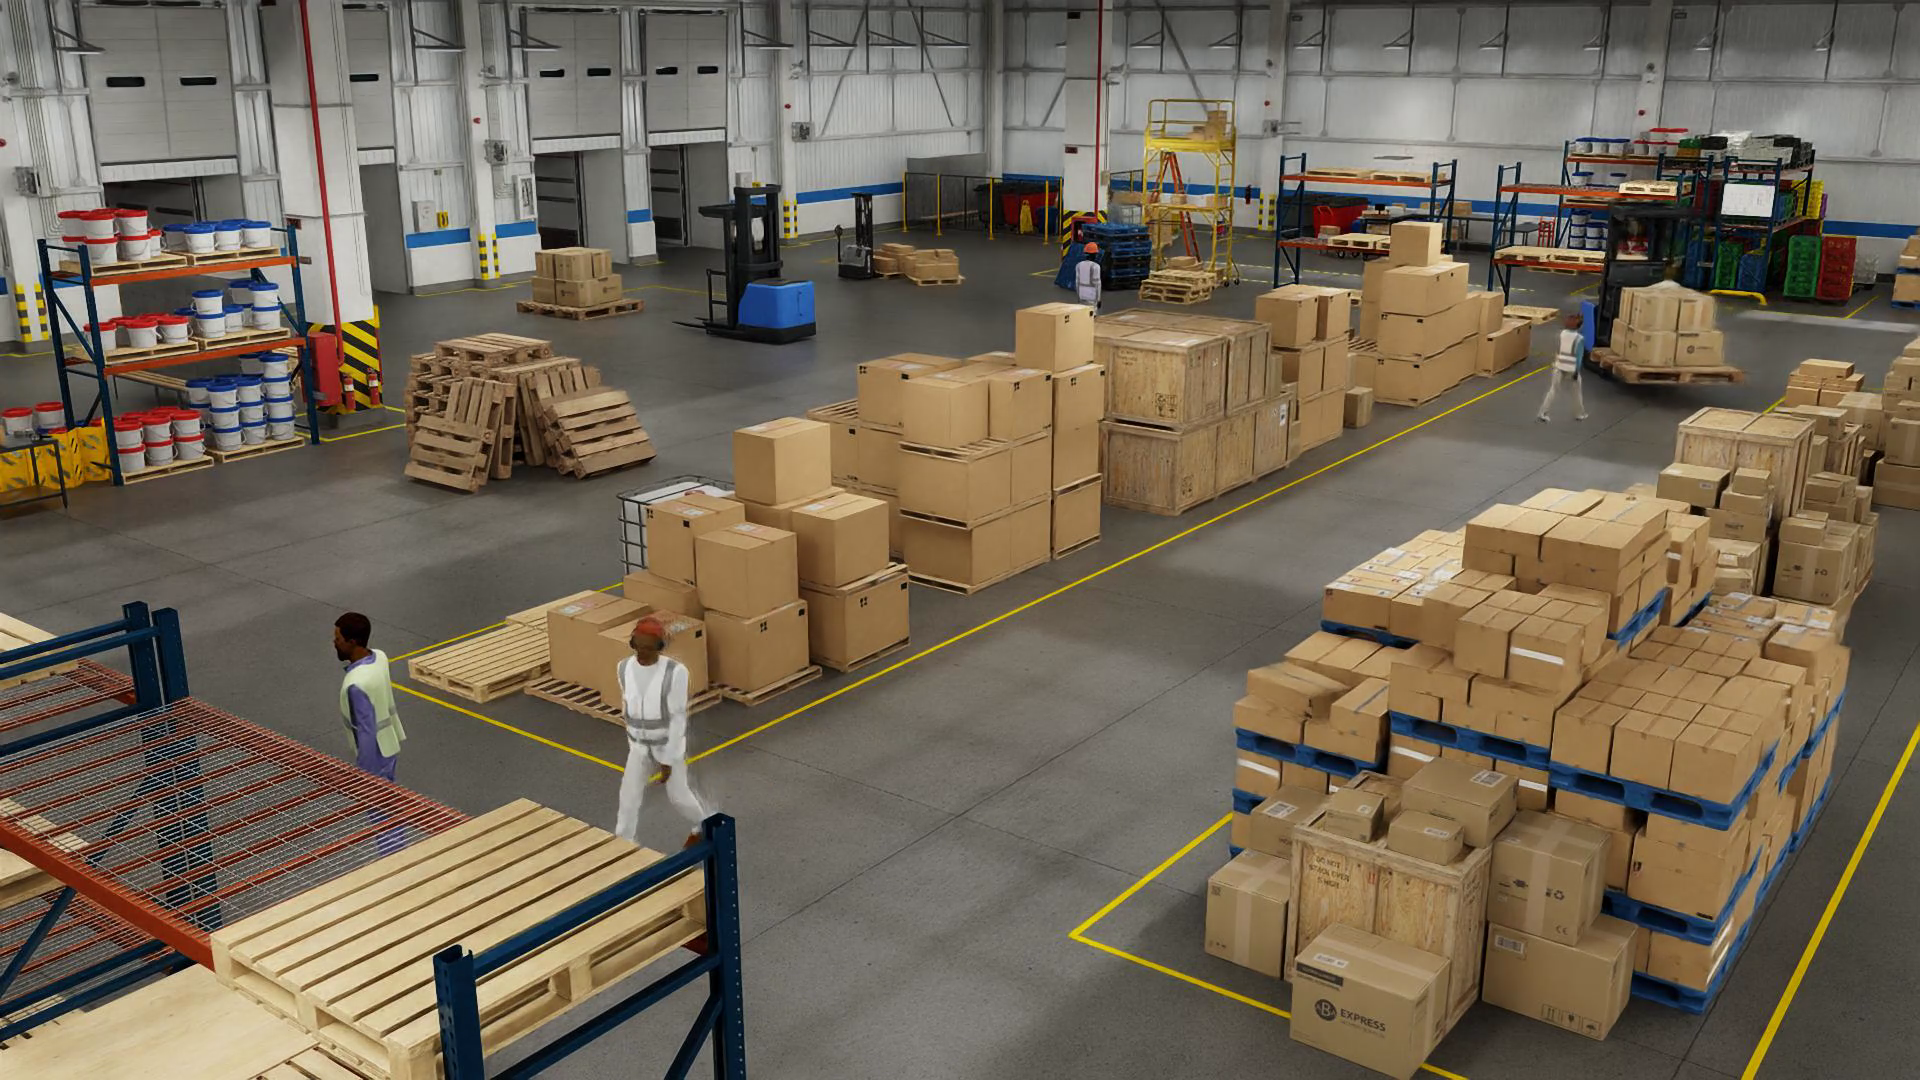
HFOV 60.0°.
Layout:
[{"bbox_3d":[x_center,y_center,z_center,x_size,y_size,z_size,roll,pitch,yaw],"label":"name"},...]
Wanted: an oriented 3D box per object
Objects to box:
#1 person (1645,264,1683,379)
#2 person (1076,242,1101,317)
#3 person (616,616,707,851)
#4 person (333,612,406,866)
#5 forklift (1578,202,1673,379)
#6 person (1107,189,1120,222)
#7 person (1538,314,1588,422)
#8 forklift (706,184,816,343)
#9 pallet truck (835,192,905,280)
[{"bbox_3d":[11.430,-3.515,27.039,0.649,1.928,0.508,-4,17,-13],"label":"person"},{"bbox_3d":[2.325,-4.365,29.832,0.543,1.939,0.361,16,23,43],"label":"person"},{"bbox_3d":[-2.029,1.369,11.061,0.561,1.818,0.995,6,18,18],"label":"person"},{"bbox_3d":[-3.824,1.379,10.844,0.392,1.920,0.587,-2,17,-8],"label":"person"},{"bbox_3d":[11.181,-4.227,27.771,1.129,2.768,1.873,1,17,4],"label":"forklift"},{"bbox_3d":[3.667,-7.659,40.854,1.044,1.886,0.644,-8,18,-24],"label":"person"},{"bbox_3d":[8.858,-2.506,24.252,0.852,1.600,0.511,-10,20,-30],"label":"person"},{"bbox_3d":[-3.717,-5.181,30.929,1.873,2.768,1.129,12,21,35],"label":"forklift"},{"bbox_3d":[-1.936,-7.159,38.982,1.885,1.965,0.823,-12,21,-34],"label":"pallet truck"}]
